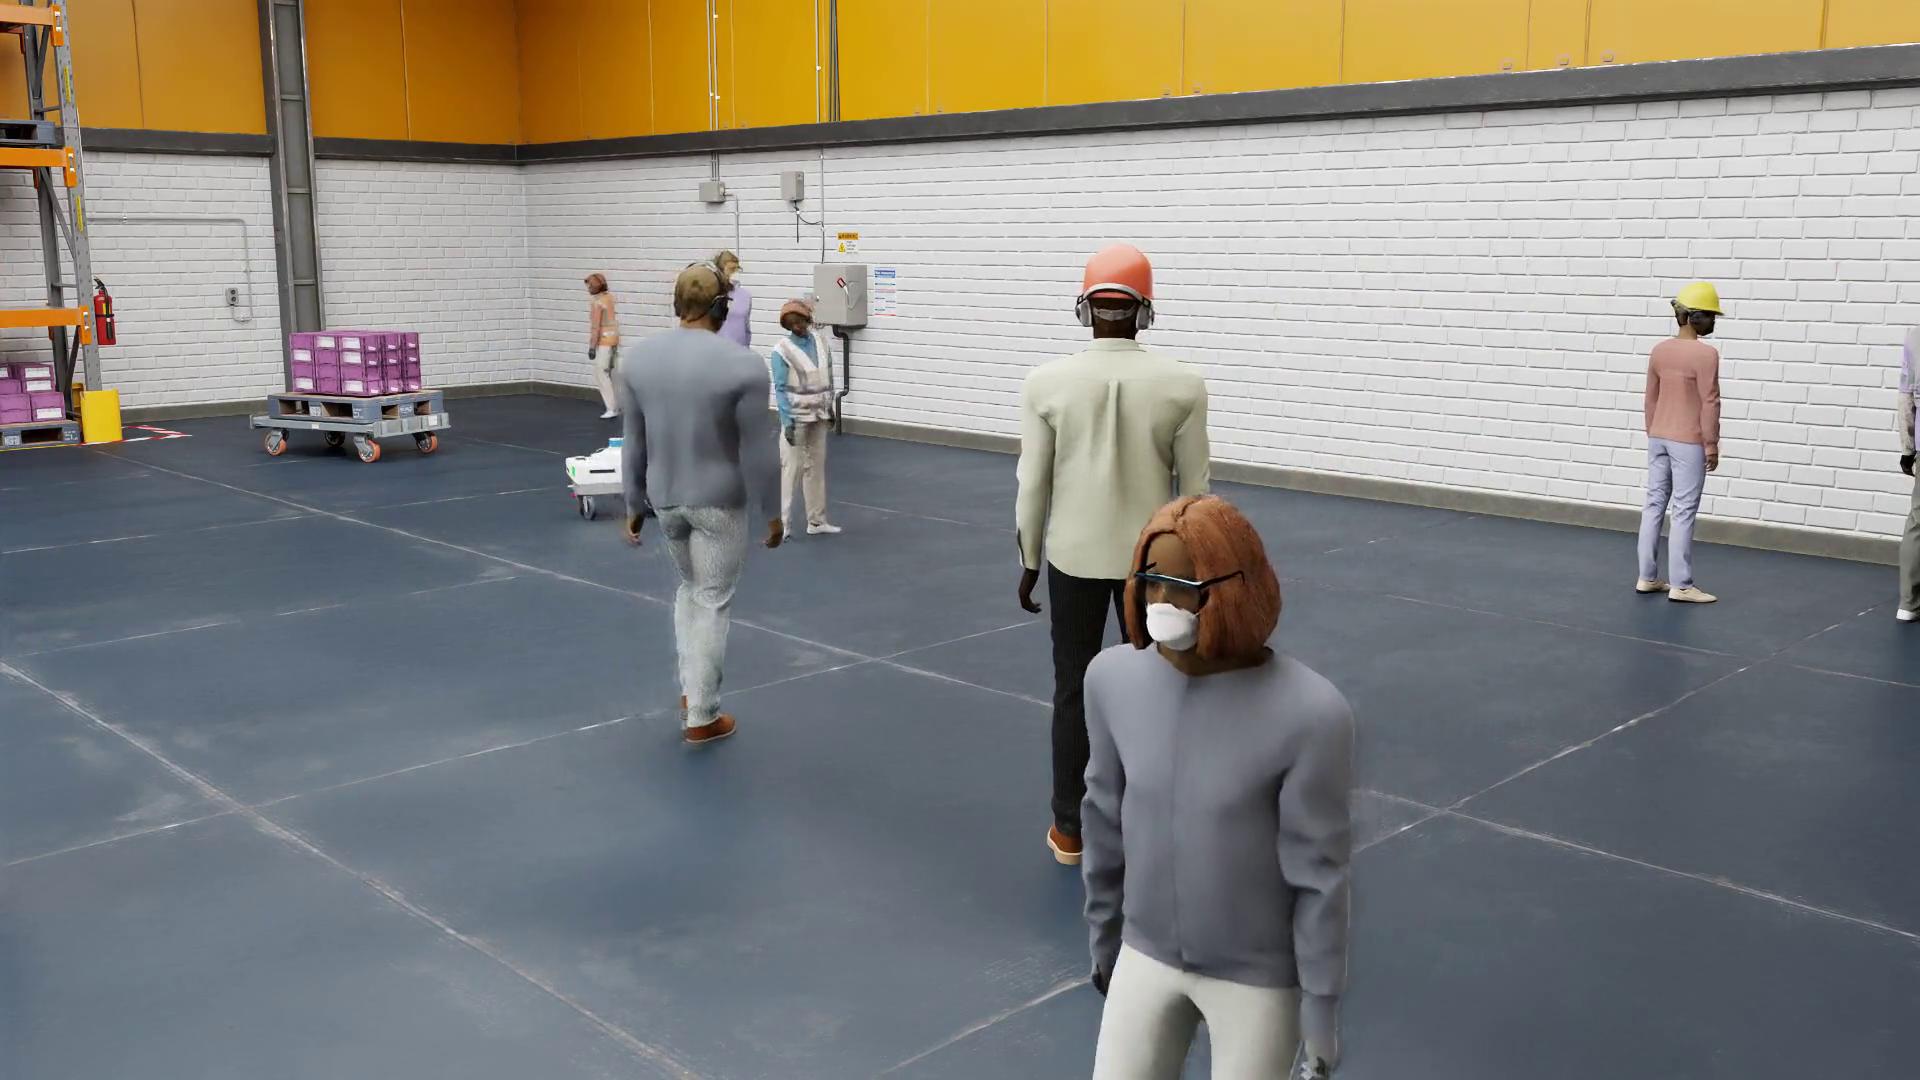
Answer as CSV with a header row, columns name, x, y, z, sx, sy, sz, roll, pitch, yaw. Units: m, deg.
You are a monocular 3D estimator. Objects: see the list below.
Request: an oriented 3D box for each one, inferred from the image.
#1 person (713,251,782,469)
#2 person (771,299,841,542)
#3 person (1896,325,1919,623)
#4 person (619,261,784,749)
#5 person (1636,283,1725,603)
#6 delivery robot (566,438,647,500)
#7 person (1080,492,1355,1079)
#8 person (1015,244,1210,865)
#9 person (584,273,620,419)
name,x,y,z,sx,sy,sz,roll,pitch,yaw
person,-1.866,-1.401,13.591,1.033,1.884,0.654,9,14,40
person,-1.008,-0.798,11.073,0.326,1.613,0.618,8,13,38
person,5.111,-0.487,8.537,0.379,1.918,0.585,-5,12,-27
person,-0.995,-0.144,6.669,0.649,1.917,0.614,4,11,21
person,4.017,-0.537,9.236,0.329,1.763,0.523,-3,11,-16
delivery robot,-2.484,-0.495,12.042,0.707,0.478,0.477,-3,11,-18
person,0.440,0.712,2.811,0.512,1.622,0.415,7,13,35
person,0.491,0.058,5.356,0.630,1.992,0.398,1,10,3
person,-3.939,-2.157,18.496,0.327,1.609,0.617,2,11,8
